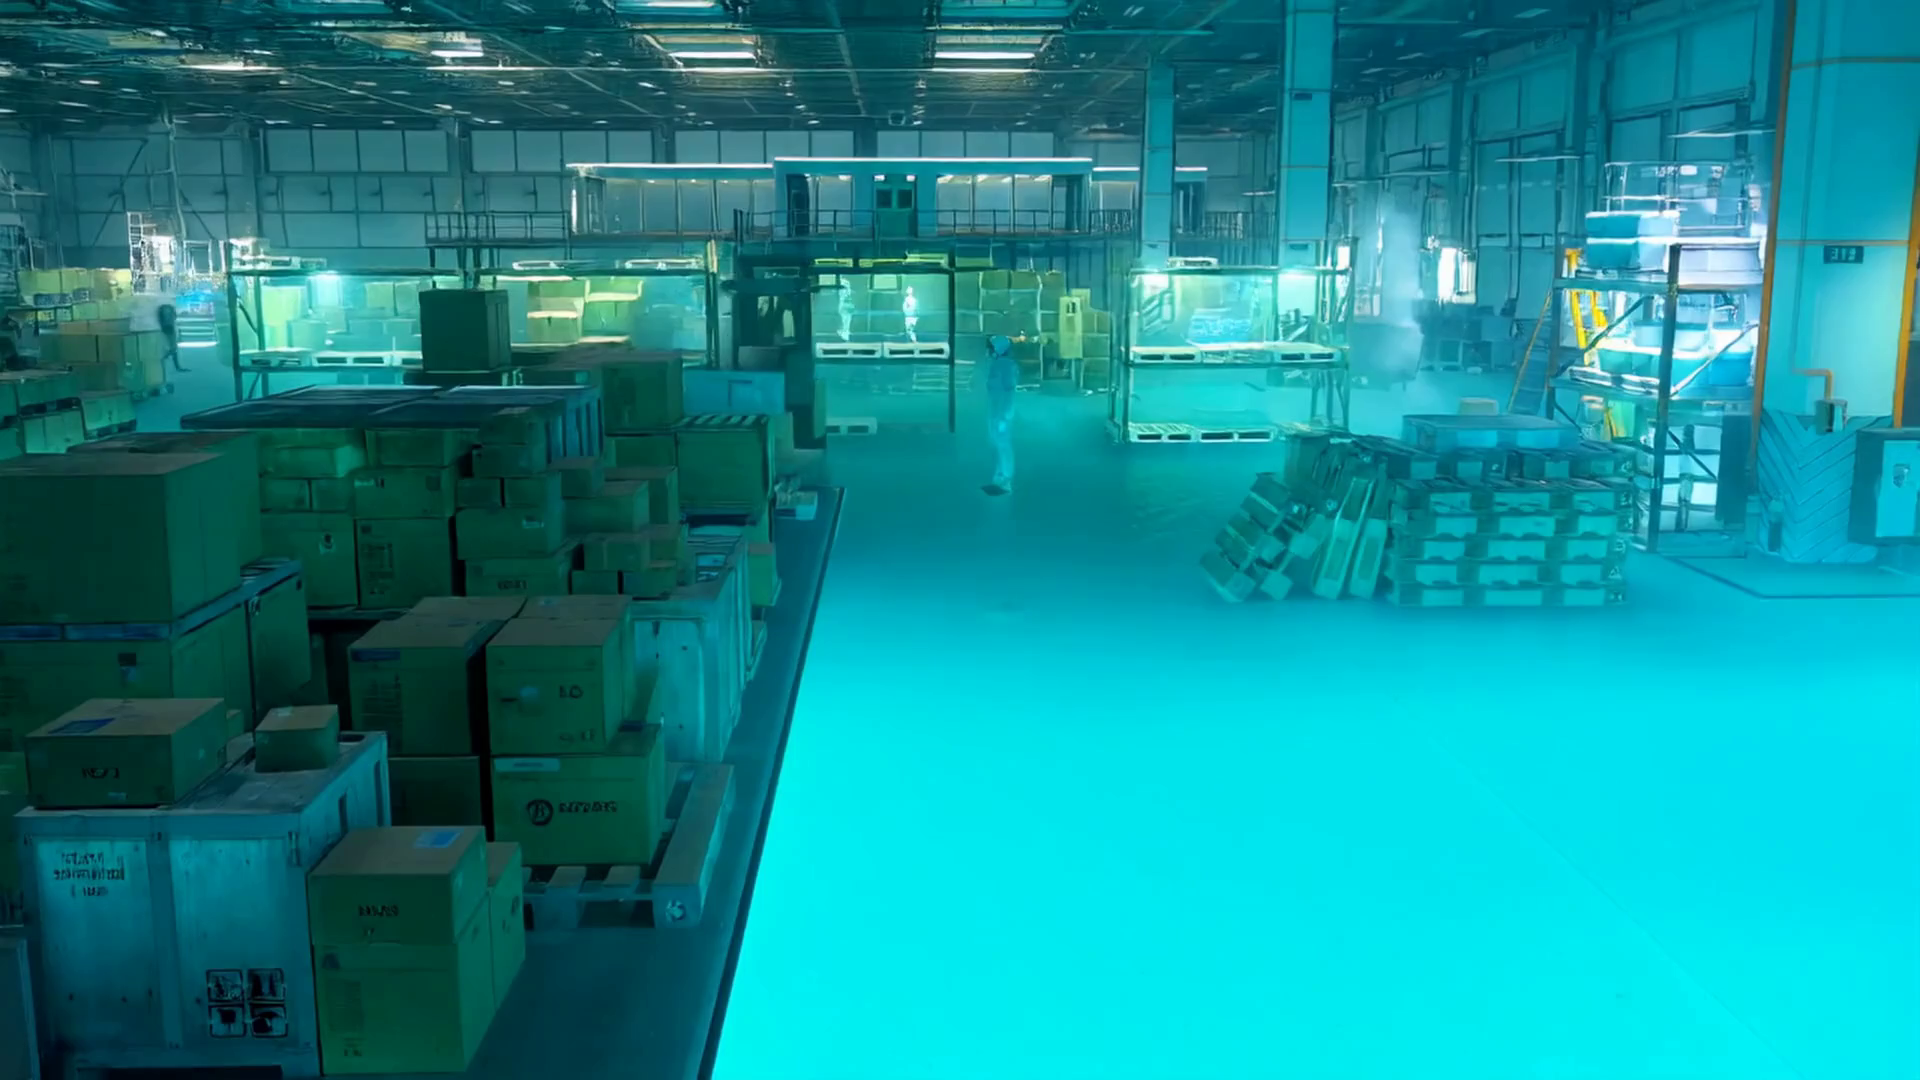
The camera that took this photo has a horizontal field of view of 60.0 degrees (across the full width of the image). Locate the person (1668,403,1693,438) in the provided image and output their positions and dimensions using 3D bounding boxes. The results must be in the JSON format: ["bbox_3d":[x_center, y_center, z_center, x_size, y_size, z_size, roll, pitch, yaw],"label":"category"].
[{"bbox_3d":[9.137,-1.717,21.341,0.597,1.889,0.984,-8,13,-36],"label":"person"}]

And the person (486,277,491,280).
[{"bbox_3d":[-14.935,-7.394,52.835,0.570,1.919,0.649,3,11,16],"label":"person"}]

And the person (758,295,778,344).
[{"bbox_3d":[-4.833,-5.324,40.979,0.537,2.000,0.675,8,13,36],"label":"person"}]

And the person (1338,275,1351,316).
[{"bbox_3d":[15.143,-9.628,65.622,0.637,1.796,0.912,-2,10,-14],"label":"person"}]

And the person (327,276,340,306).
[{"bbox_3d":[-25.928,-10.167,68.942,0.521,1.673,0.900,-4,11,-23],"label":"person"}]

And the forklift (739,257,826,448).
[{"bbox_3d":[-2.526,-2.512,22.975,1.129,2.768,1.873,1,10,5],"label":"forklift"}]

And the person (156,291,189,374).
[{"bbox_3d":[-18.122,-4.722,37.954,0.584,1.926,0.920,8,13,38],"label":"person"}]

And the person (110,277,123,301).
[{"bbox_3d":[-28.322,-7.894,55.870,0.403,1.834,0.589,-7,12,-34],"label":"person"}]

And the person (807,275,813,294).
[{"bbox_3d":[-5.188,-8.030,56.400,0.380,1.916,0.596,4,11,22],"label":"person"}]

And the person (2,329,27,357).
[{"bbox_3d":[-12.889,-1.941,22.627,0.309,1.864,0.535,7,13,35],"label":"person"}]

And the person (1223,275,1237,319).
[{"bbox_3d":[9.250,-8.241,57.505,1.052,1.946,0.627,-1,10,-4],"label":"person"}]

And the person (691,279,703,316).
[{"bbox_3d":[-8.092,-6.950,50.445,0.565,1.882,0.978,-4,11,-19],"label":"person"}]

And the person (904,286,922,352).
[{"bbox_3d":[-1.225,-5.835,44.348,0.610,1.863,0.637,2,10,13],"label":"person"}]

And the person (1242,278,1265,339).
[{"bbox_3d":[9.296,-7.200,51.832,0.989,1.907,0.604,-6,12,-30],"label":"person"}]

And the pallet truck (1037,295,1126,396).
[{"bbox_3d":[2.483,-3.881,33.060,1.885,1.965,0.823,-7,13,-36],"label":"pallet truck"}]

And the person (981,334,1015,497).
[{"bbox_3d":[0.471,-1.491,19.910,0.372,1.940,0.632,-2,10,-11],"label":"person"}]

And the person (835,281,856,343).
[{"bbox_3d":[-3.412,-6.778,49.574,0.484,1.870,0.572,5,11,27],"label":"person"}]

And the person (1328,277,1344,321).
[{"bbox_3d":[13.202,-8.303,58.217,0.530,1.814,1.000,-6,12,-30],"label":"person"}]
